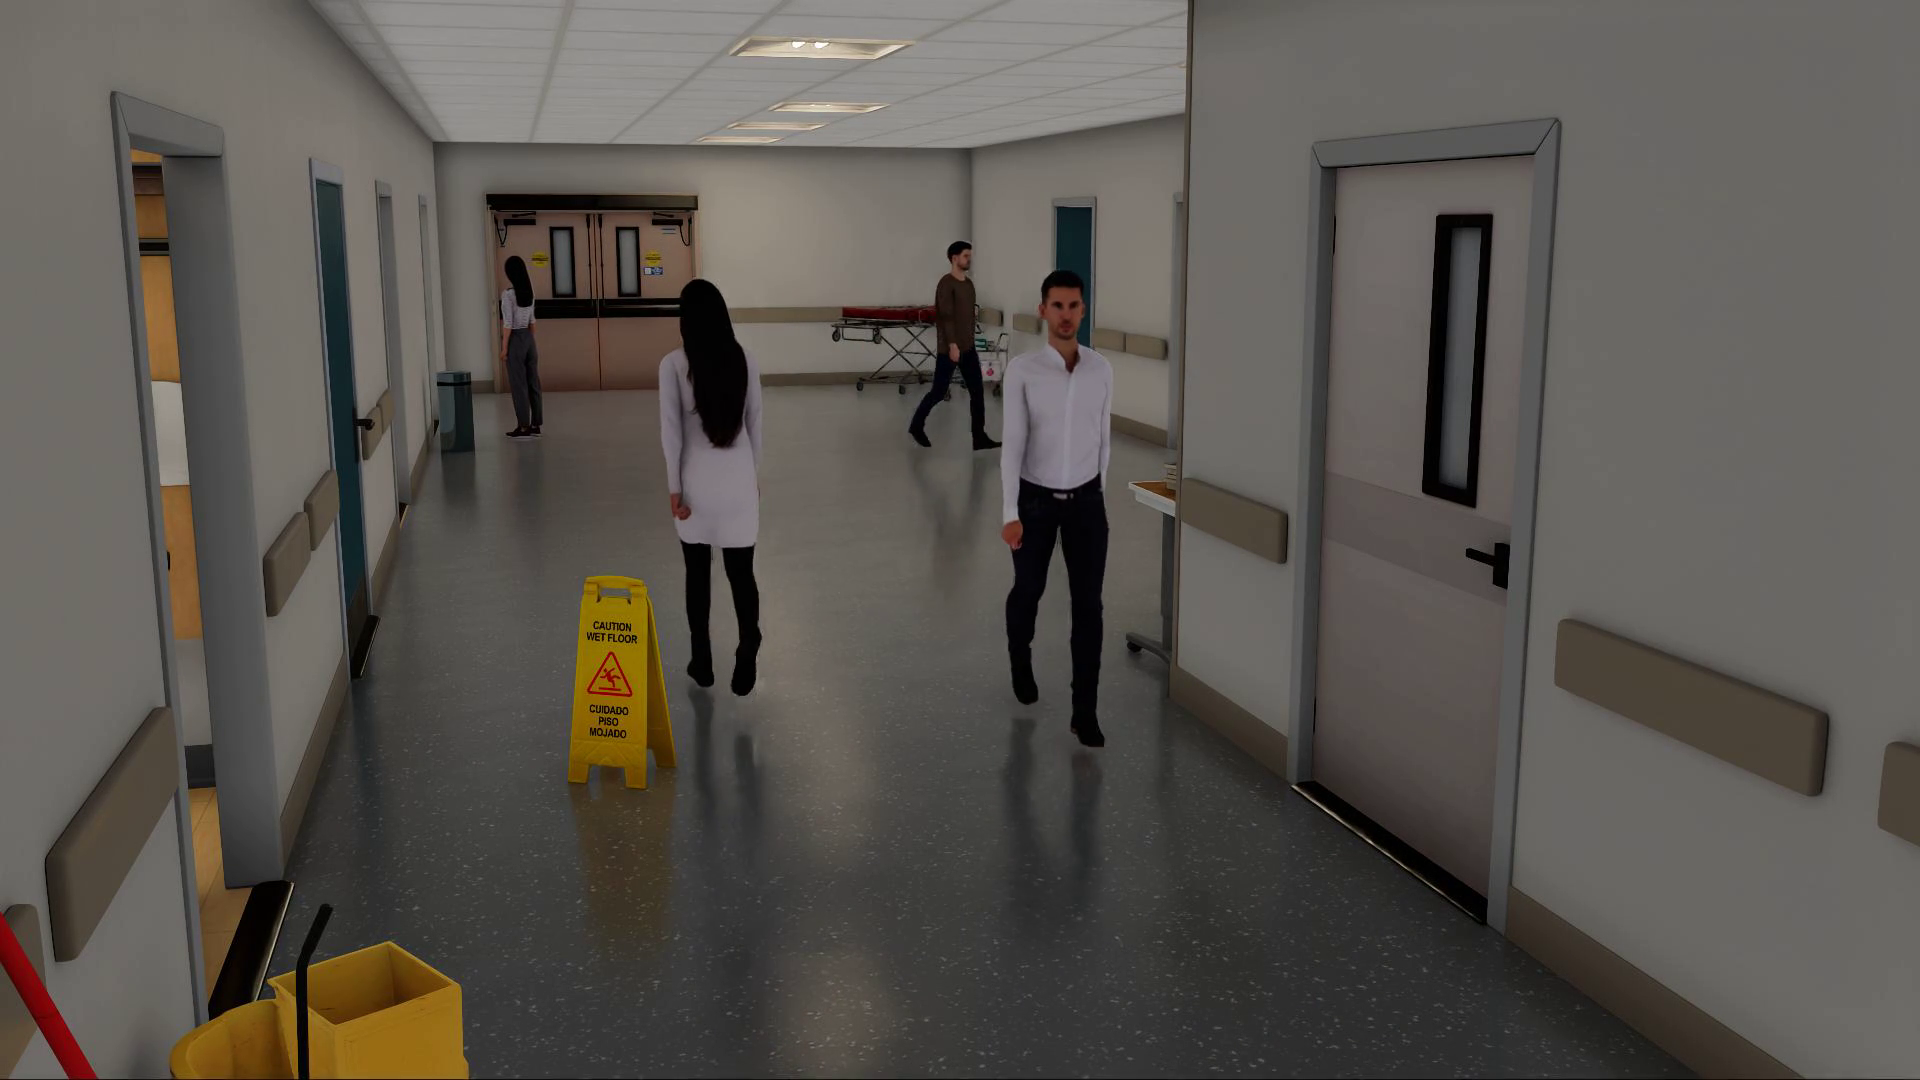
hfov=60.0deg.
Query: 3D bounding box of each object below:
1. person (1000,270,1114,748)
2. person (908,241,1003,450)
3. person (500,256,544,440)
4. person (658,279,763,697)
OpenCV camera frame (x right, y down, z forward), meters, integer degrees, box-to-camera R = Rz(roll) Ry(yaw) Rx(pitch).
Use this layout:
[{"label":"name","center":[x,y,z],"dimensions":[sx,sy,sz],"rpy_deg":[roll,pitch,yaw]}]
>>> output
[{"label":"person","center":[0.370,-0.149,6.773],"dimensions":[0.736,1.820,1.265],"rpy_deg":[-2,11,-8]},{"label":"person","center":[-0.113,-1.711,14.931],"dimensions":[1.251,1.848,1.113],"rpy_deg":[8,14,37]},{"label":"person","center":[-4.214,-1.849,15.960],"dimensions":[0.746,1.736,0.673],"rpy_deg":[5,12,26]},{"label":"person","center":[-1.027,-0.186,7.061],"dimensions":[0.625,1.785,1.030],"rpy_deg":[-4,11,-18]}]
